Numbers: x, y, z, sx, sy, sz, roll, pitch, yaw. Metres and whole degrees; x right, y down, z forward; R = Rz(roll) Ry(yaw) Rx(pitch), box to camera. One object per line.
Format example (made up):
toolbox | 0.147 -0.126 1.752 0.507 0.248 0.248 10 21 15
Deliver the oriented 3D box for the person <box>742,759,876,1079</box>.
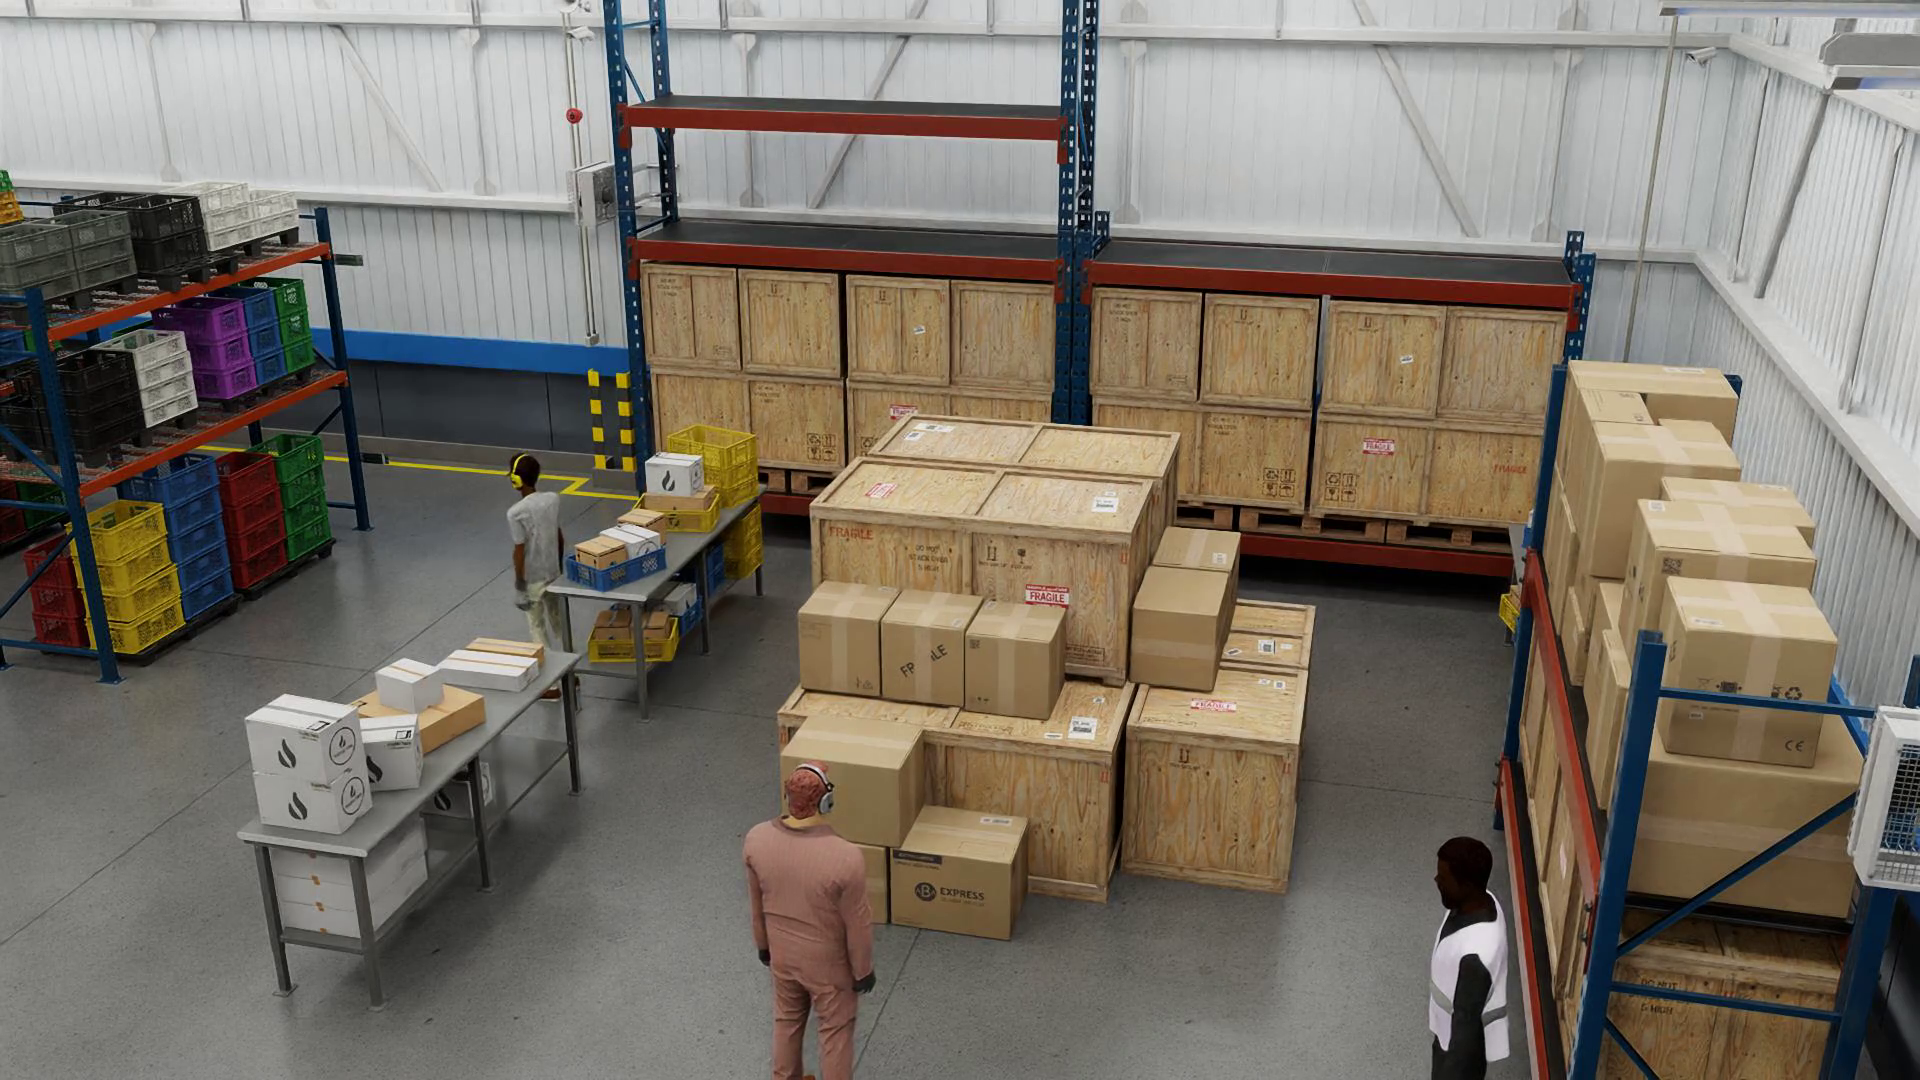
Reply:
person | -0.678 1.903 7.774 0.648 1.900 0.400 11 24 27

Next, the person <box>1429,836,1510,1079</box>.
person | 2.148 2.136 7.149 0.405 1.907 0.602 5 22 14

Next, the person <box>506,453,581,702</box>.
person | -3.054 0.275 12.097 0.366 1.858 0.522 11 24 27
